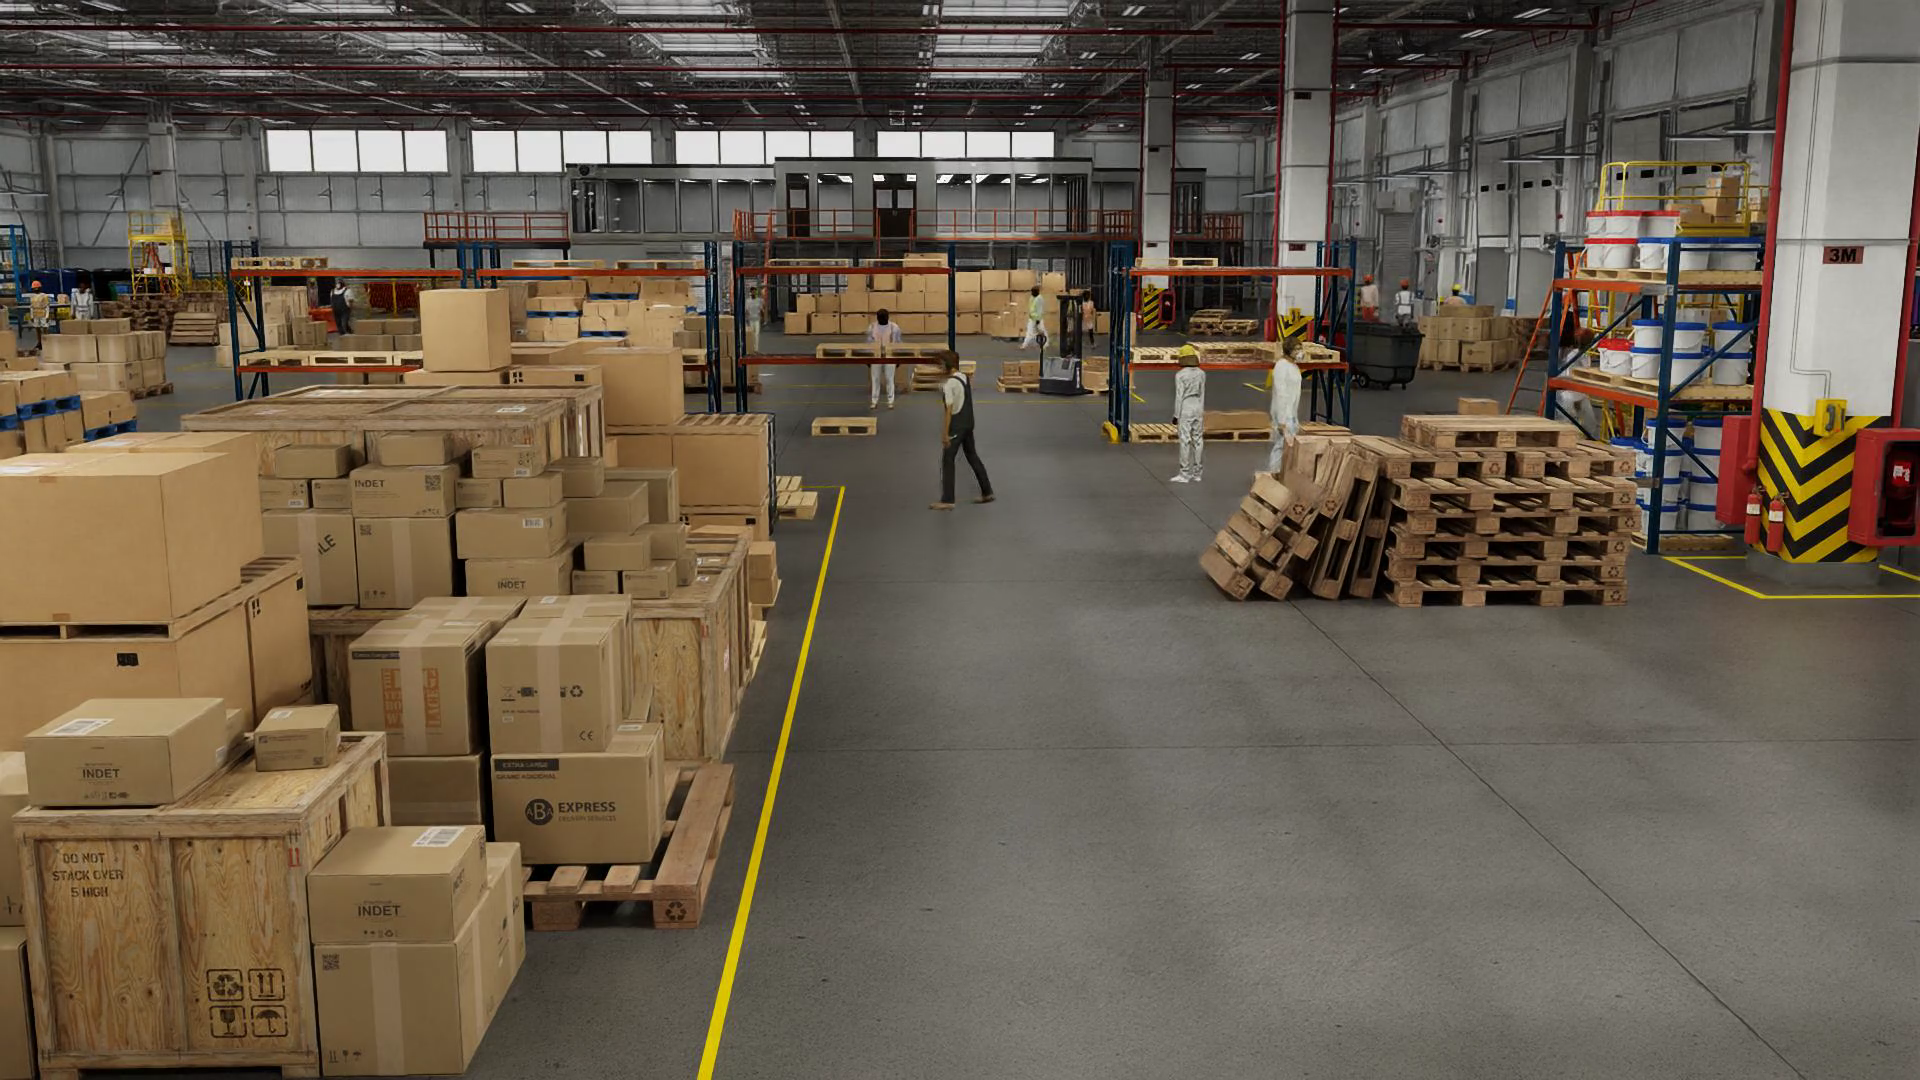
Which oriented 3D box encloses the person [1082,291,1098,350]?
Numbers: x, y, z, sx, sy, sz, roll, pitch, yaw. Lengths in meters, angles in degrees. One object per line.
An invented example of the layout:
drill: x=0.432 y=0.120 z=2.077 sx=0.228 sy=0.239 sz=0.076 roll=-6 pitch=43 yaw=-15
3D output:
person: x=3.566 y=-6.167 z=46.733 sx=0.549 sy=1.644 sz=0.888 roll=-5 pitch=11 yaw=-27

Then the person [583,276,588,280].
person: x=-13.100 y=-8.373 z=58.392 sx=0.596 sy=1.891 sz=0.930 roll=-8 pitch=13 yaw=-39

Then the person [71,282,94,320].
person: x=-25.864 y=-6.670 z=49.016 sx=0.585 sy=1.858 sz=0.893 roll=-7 pitch=12 yaw=-34

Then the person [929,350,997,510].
person: x=0.028 y=-1.248 z=18.960 sx=0.529 sy=1.807 sz=0.746 roll=6 pitch=12 yaw=31

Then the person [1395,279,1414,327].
person: x=13.301 y=-6.829 z=49.726 sx=0.556 sy=1.915 sz=0.678 roll=2 pitch=10 yaw=9

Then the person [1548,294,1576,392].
person: x=12.169 y=-3.962 z=33.561 sx=0.608 sy=1.987 sz=0.403 roll=-2 pitch=10 yaw=-11

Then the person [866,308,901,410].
person: x=-1.389 y=-3.275 z=30.143 sx=0.625 sy=1.835 sz=0.430 roll=1 pitch=10 yaw=6

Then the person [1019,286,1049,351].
person: x=2.111 y=-6.168 z=46.381 sx=0.954 sy=1.793 sz=0.646 roll=-6 pitch=12 yaw=-31

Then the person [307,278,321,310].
person: x=-23.486 y=-8.648 z=60.412 sx=0.523 sy=1.726 sz=0.909 roll=-4 pitch=11 yaw=-21

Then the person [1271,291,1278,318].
person: x=8.856 y=-6.103 z=46.134 sx=0.538 sy=1.756 sz=0.393 roll=-2 pitch=10 yaw=-8

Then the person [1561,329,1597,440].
person: x=8.418 y=-1.918 z=22.511 sx=0.598 sy=1.862 sz=0.697 roll=-9 pitch=14 yaw=-42

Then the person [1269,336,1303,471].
person: x=3.843 y=-1.434 z=19.597 sx=0.355 sy=1.936 sz=0.635 roll=5 pitch=11 yaw=24

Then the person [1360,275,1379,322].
person: x=13.275 y=-7.596 z=53.888 sx=0.627 sy=1.959 sz=0.527 roll=9 pitch=14 yaw=41

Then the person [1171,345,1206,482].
person: x=2.888 y=-1.600 z=21.082 sx=0.484 sy=1.738 sz=0.305 roll=-7 pitch=13 yaw=-35

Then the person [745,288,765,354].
person: x=-5.506 y=-5.815 z=44.355 sx=0.560 sy=1.816 sz=1.001 roll=1 pitch=10 yaw=5

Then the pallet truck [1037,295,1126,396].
pallet truck: x=2.483 y=-3.881 z=33.060 sx=1.885 sy=1.965 sz=0.823 roll=-7 pitch=13 yaw=-36

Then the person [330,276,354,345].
person: x=-18.188 y=-6.733 z=48.827 sx=0.688 sy=2.000 sz=0.538 roll=2 pitch=10 yaw=11

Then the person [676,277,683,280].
person: x=-8.963 y=-7.440 z=53.108 sx=0.632 sy=1.926 sz=0.562 roll=-6 pitch=12 yaw=-32

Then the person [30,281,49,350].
person: x=-25.836 y=-6.295 z=46.678 sx=0.547 sy=1.938 sz=0.359 roll=1 pitch=10 yaw=6

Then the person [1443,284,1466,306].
person: x=13.030 y=-5.797 z=43.955 sx=0.586 sy=1.915 sz=0.408 roll=2 pitch=10 yaw=12
